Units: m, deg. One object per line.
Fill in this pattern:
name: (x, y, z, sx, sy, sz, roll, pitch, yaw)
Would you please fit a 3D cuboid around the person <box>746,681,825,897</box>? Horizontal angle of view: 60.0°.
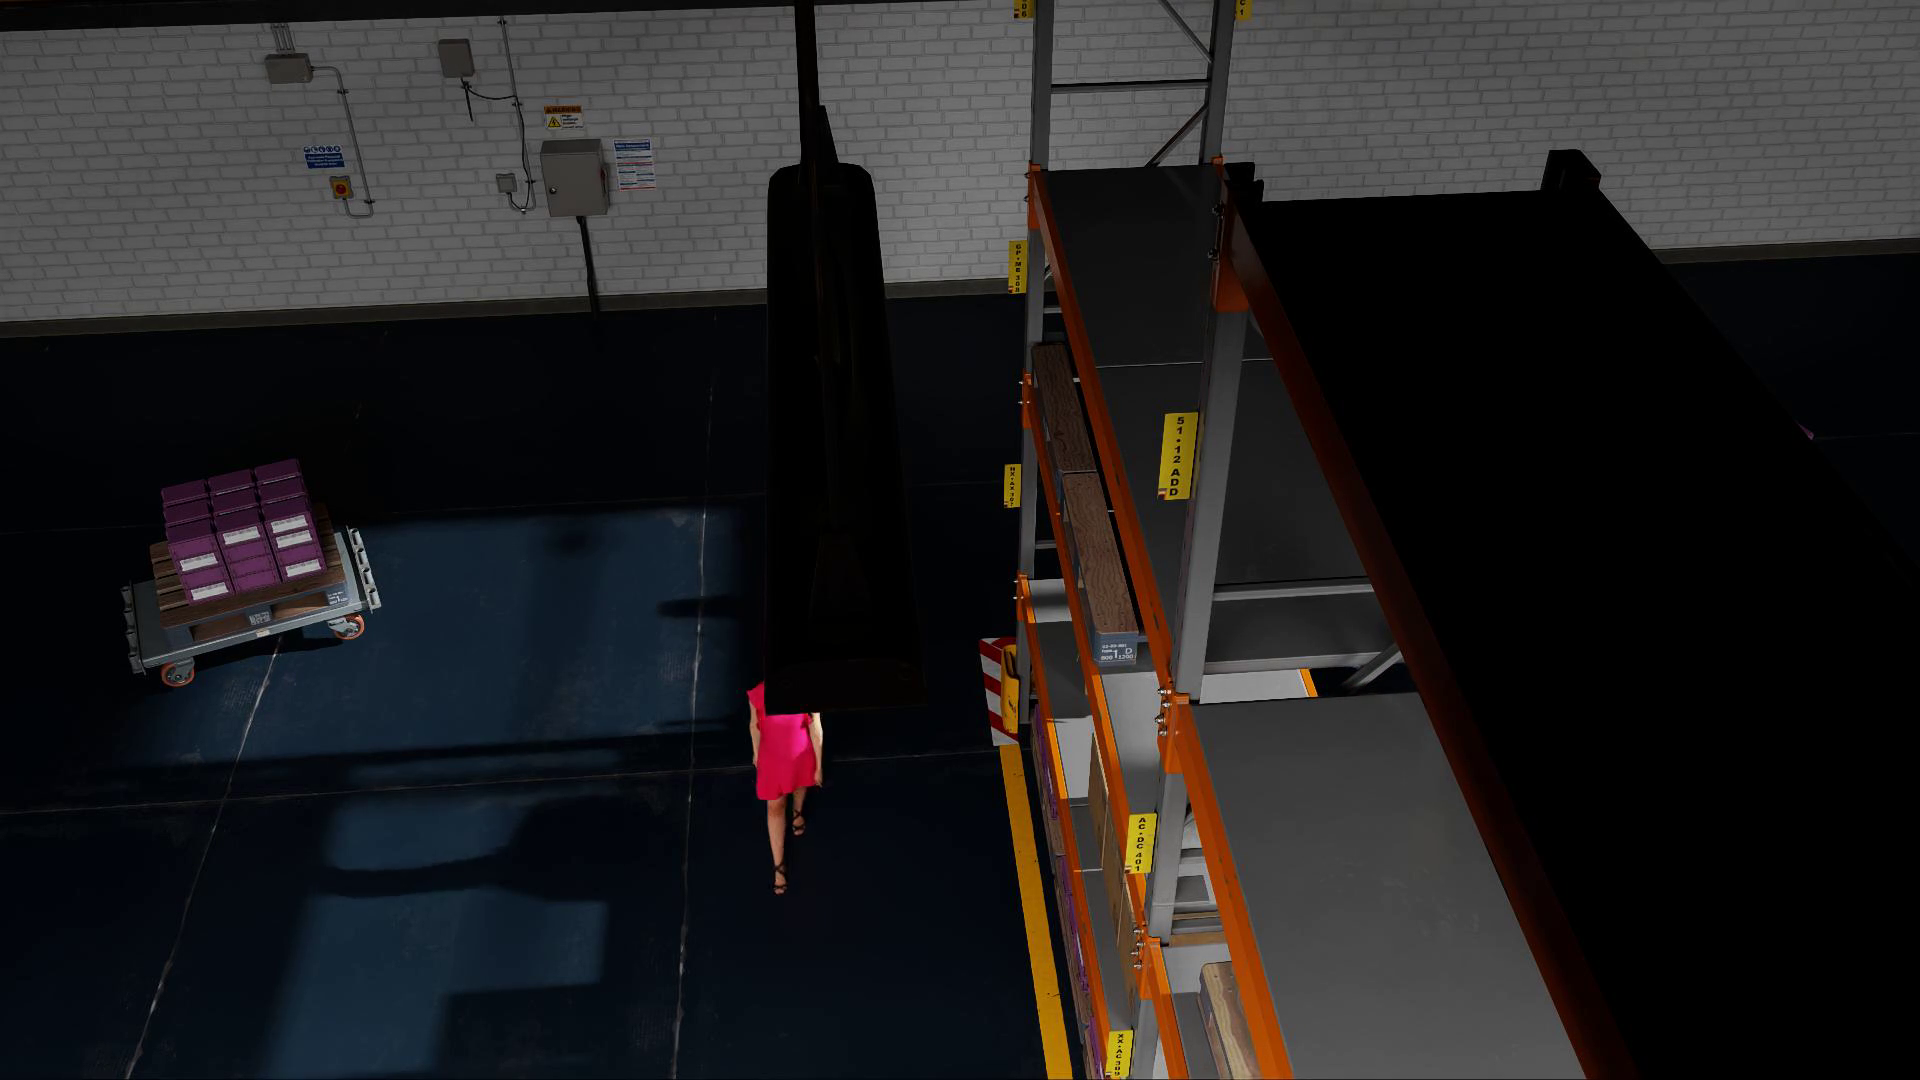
person: (-1.028, 1.218, 9.966, 0.576, 1.696, 0.953, -3, 39, -3)
